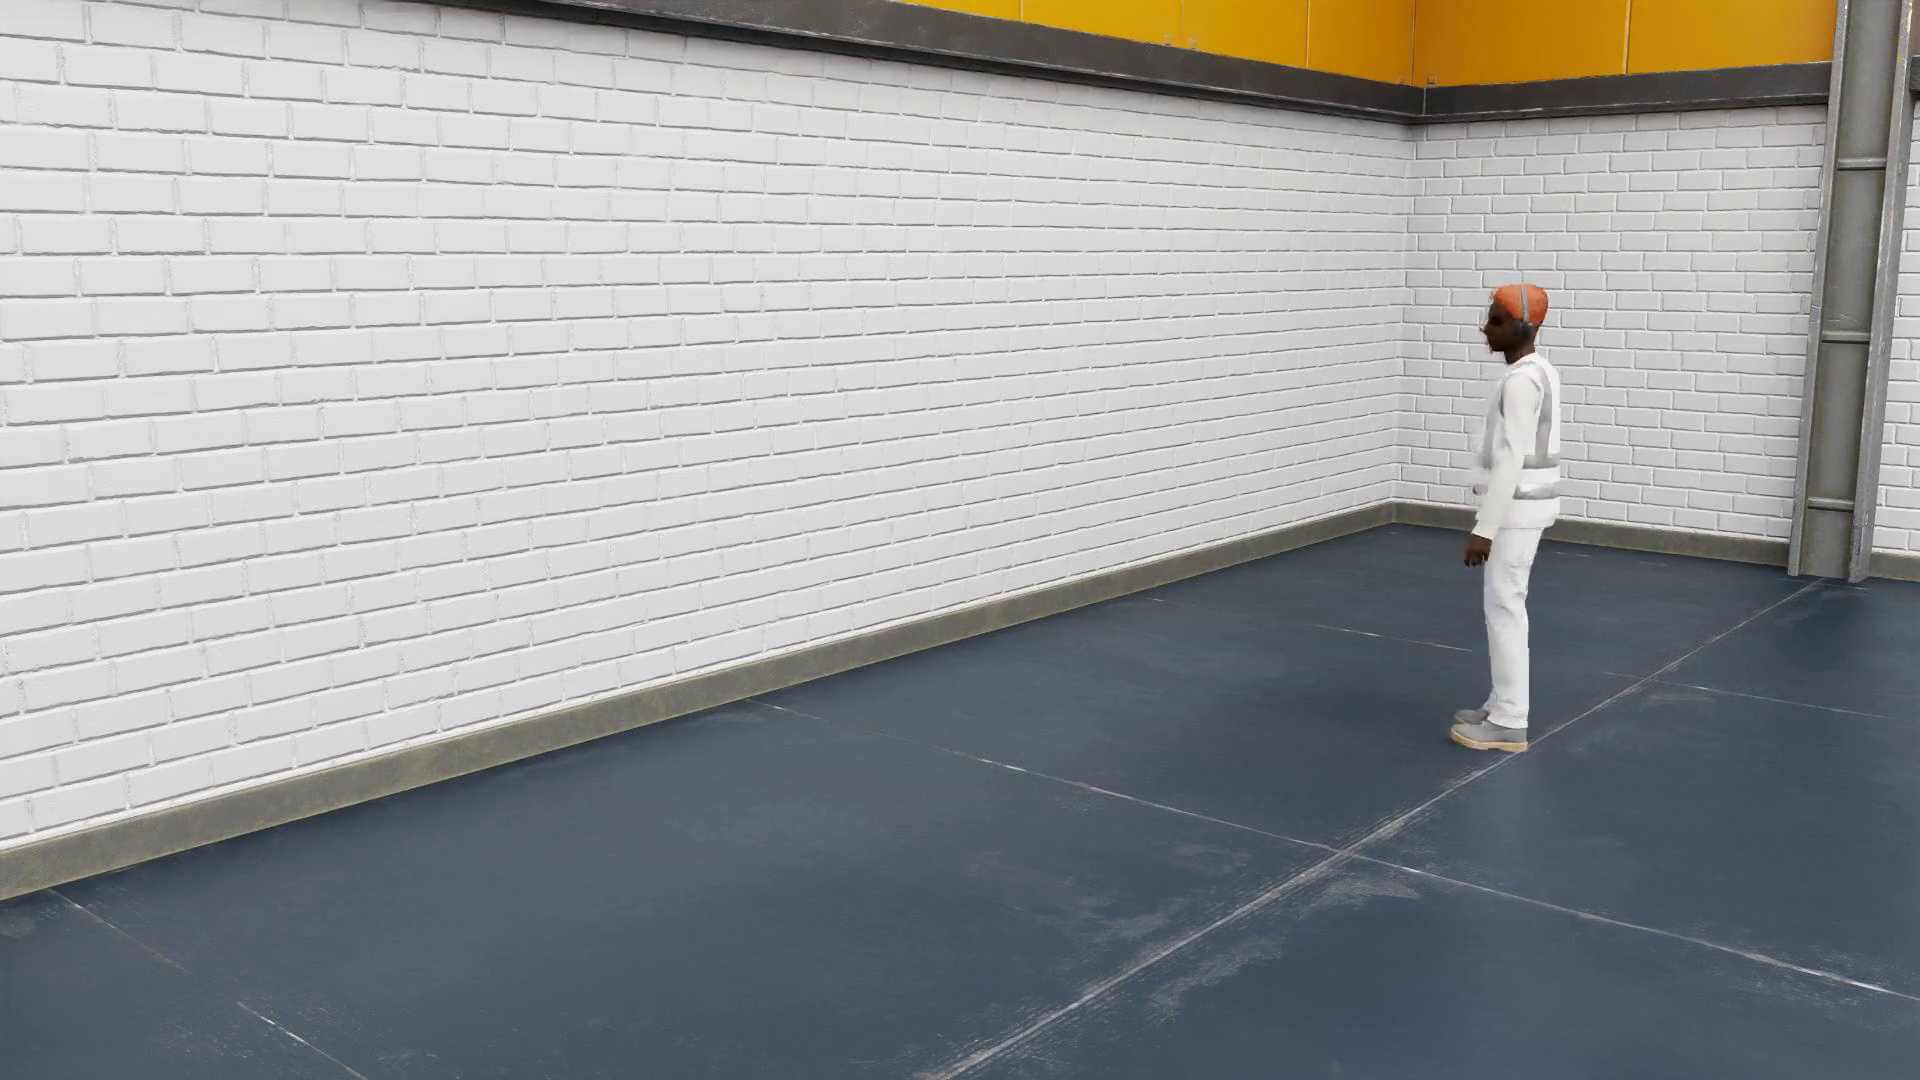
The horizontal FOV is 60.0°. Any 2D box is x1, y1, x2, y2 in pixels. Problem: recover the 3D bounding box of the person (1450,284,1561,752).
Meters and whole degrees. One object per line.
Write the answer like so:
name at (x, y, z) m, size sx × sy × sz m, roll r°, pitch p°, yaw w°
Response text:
person at (2.216, -0.082, 6.723) m, size 0.383 × 1.874 × 0.622 m, roll 5°, pitch 11°, yaw 25°
